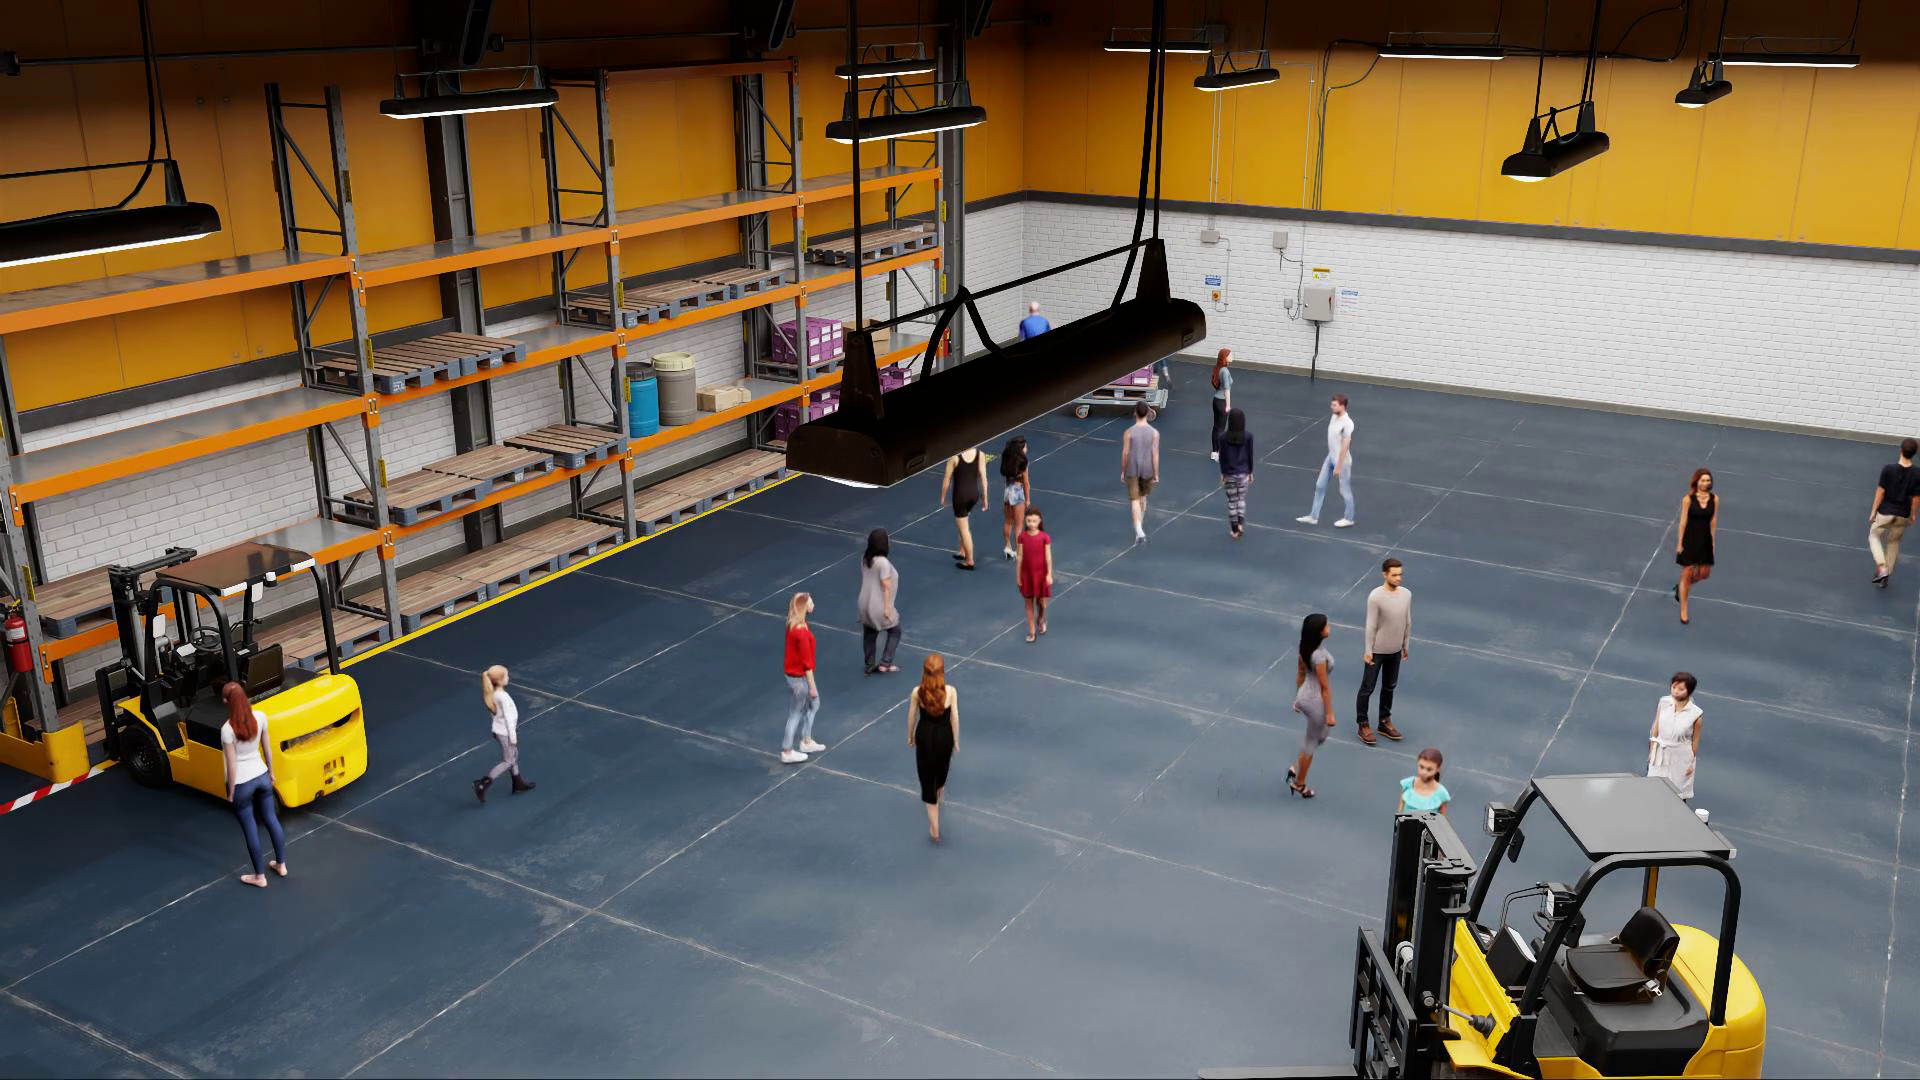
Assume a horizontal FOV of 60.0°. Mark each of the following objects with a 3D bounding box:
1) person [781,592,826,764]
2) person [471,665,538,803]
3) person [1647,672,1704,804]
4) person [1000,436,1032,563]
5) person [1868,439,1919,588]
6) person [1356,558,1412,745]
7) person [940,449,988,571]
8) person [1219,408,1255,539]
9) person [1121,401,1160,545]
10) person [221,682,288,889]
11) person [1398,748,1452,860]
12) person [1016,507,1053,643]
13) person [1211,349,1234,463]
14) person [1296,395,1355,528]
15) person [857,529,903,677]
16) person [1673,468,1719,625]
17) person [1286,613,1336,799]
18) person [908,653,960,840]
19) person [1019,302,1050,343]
[{"bbox_3d":[-1.572,1.300,15.455,0.858,1.687,0.803,-7,20,-19],"label":"person"},{"bbox_3d":[-4.118,1.736,14.824,0.892,1.264,0.727,-12,22,-31],"label":"person"},{"bbox_3d":[6.032,1.834,14.075,0.598,1.556,0.609,-17,25,-41],"label":"person"},{"bbox_3d":[0.697,-0.515,20.963,0.694,1.611,0.657,-13,22,-33],"label":"person"},{"bbox_3d":[11.193,-0.283,19.913,0.765,1.841,0.837,5,19,14],"label":"person"},{"bbox_3d":[4.064,1.041,15.949,0.693,1.863,0.782,-7,20,-21],"label":"person"},{"bbox_3d":[0.130,-0.489,20.601,0.763,1.794,0.807,-15,24,-37],"label":"person"},{"bbox_3d":[3.617,-0.858,21.816,0.742,1.717,0.790,0,19,1],"label":"person"},{"bbox_3d":[2.315,-0.835,21.325,1.069,1.809,1.252,-2,19,-6],"label":"person"},{"bbox_3d":[-5.719,1.962,13.412,0.636,1.737,0.463,12,22,31],"label":"person"},{"bbox_3d":[3.539,2.281,12.765,0.642,1.546,0.920,14,23,36],"label":"person"},{"bbox_3d":[0.839,0.351,18.495,0.668,1.545,0.774,4,19,11],"label":"person"},{"bbox_3d":[3.988,-2.062,25.352,0.729,1.743,0.656,-3,19,-9],"label":"person"},{"bbox_3d":[5.140,-1.034,22.179,1.118,1.820,1.047,-6,20,-17],"label":"person"},{"bbox_3d":[-0.922,0.684,17.429,0.771,1.595,0.750,-15,24,-38],"label":"person"},{"bbox_3d":[8.333,0.052,18.944,0.791,1.825,0.880,-1,19,-3],"label":"person"},{"bbox_3d":[3.044,1.495,14.748,0.778,1.770,0.705,-2,19,-5],"label":"person"},{"bbox_3d":[-0.224,1.786,14.191,0.997,1.573,1.149,-2,19,-5],"label":"person"},{"bbox_3d":[1.274,-3.146,28.442,0.876,1.824,0.943,-1,19,-4],"label":"person"}]
